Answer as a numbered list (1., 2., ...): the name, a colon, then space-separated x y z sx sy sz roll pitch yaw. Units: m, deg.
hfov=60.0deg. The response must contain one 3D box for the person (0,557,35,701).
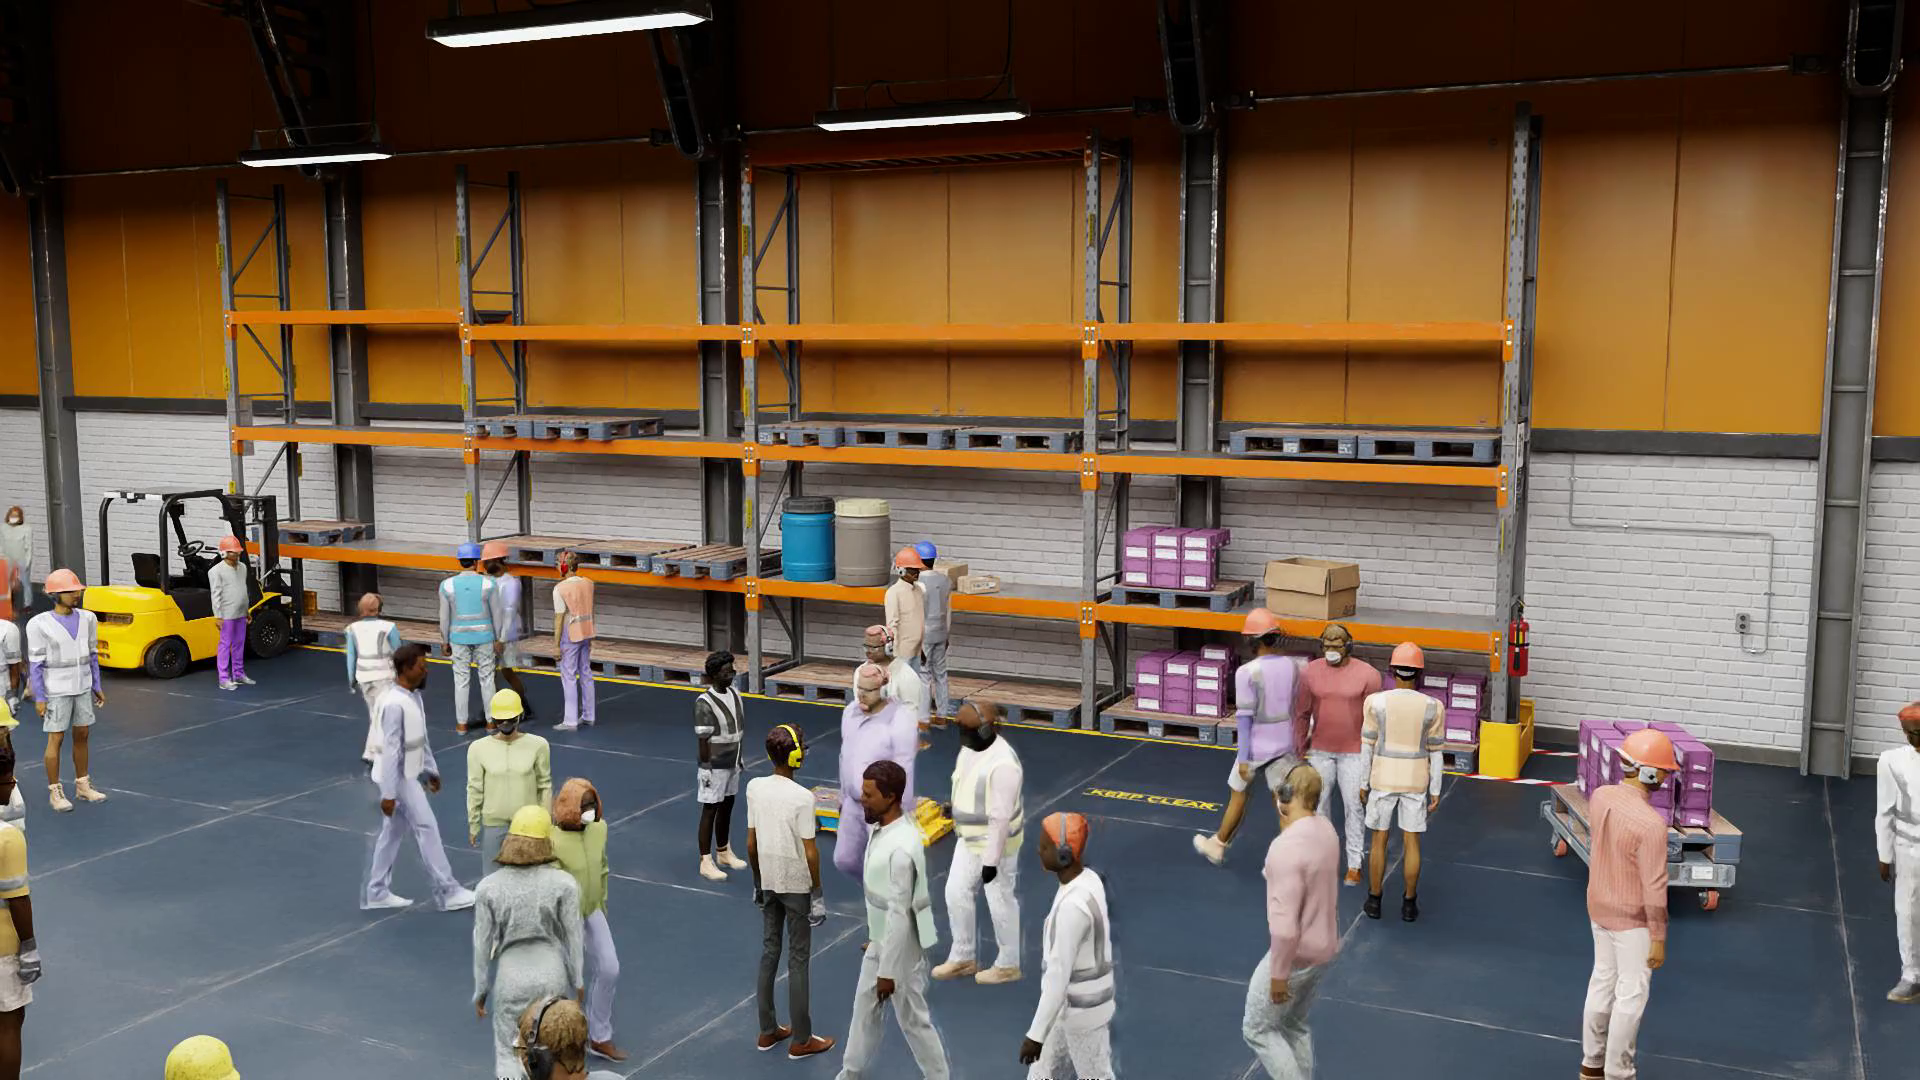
1. person: -10.528 0.829 18.153 0.839 1.937 0.610 4 8 27

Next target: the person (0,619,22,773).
1. person: -8.279 1.306 14.091 0.603 1.962 0.368 -1 7 -11

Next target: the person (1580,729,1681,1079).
1. person: 3.497 1.955 8.671 0.412 1.979 0.631 -1 7 -10

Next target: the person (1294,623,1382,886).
1. person: 2.756 1.555 12.188 0.636 1.929 0.375 3 7 23

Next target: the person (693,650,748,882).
1. person: -1.767 1.652 12.317 0.316 1.695 0.541 3 8 23

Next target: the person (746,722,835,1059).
1. person: -0.954 1.937 9.255 0.513 1.872 0.328 5 8 34

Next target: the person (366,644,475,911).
1. person: -3.729 1.655 11.561 0.940 1.877 0.620 -1 7 -9

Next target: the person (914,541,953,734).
1. person: -0.332 0.981 16.832 0.399 1.945 0.615 6 9 42

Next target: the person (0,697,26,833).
1. person: -5.938 1.853 10.180 0.403 1.818 0.601 -4 8 -30

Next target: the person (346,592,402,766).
1. person: -5.506 1.295 15.629 0.522 1.604 0.773 1 7 11

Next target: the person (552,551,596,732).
1. person: -3.915 1.028 16.919 0.383 1.836 0.566 3 8 26

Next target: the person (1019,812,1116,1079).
1. person: 0.415 2.149 7.582 0.945 1.838 0.599 1 7 5

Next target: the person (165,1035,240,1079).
1. person: -2.451 2.461 5.442 0.294 1.744 0.485 3 7 22

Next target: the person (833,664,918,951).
1. person: -0.556 1.732 10.865 0.668 1.887 0.446 6 9 43

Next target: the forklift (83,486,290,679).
1. forklift: -9.426 0.454 20.179 1.214 2.155 2.313 3 8 26

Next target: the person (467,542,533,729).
1. person: -4.728 0.976 17.080 0.597 1.910 0.754 6 9 39

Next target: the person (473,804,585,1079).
1. person: -2.091 2.157 8.067 0.512 1.741 0.455 -1 7 -9

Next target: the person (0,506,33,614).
1. person: -13.522 0.309 23.811 0.520 1.585 0.795 -1 7 -6

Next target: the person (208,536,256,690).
1. person: -8.288 0.818 18.973 0.333 1.749 0.574 2 7 15

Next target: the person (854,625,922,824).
1. person: -0.577 1.563 12.254 0.635 1.900 0.398 6 9 41

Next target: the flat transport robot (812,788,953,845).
1. flat transport robot: -0.779 2.218 13.482 1.431 0.197 0.652 3 7 22

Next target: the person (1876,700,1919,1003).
1. person: 5.851 1.869 9.896 0.741 1.862 0.367 3 8 24

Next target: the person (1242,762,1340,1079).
1. person: 1.661 2.052 8.206 0.398 1.907 0.665 4 8 31

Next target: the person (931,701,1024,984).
1. person: 0.113 1.863 10.141 0.658 1.807 0.658 -3 8 -26

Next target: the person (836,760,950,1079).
1. person: -0.391 2.037 8.408 0.723 1.900 0.611 -1 7 -12

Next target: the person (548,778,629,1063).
1. person: -2.035 2.087 9.047 0.573 1.612 0.526 4 8 32

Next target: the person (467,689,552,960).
1. person: -2.880 1.818 10.664 0.533 1.767 0.327 -2 7 -18

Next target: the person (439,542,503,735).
1. person: -4.915 0.994 16.758 0.602 1.940 0.402 -1 7 -12

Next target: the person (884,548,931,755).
1. person: -0.504 1.064 15.954 0.381 1.994 0.617 3 8 24

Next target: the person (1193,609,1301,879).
1. person: 2.170 1.491 12.359 0.633 2.000 0.996 -4 8 -28

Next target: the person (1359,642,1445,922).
1. person: 3.019 1.654 11.397 0.549 1.923 0.390 1 7 9

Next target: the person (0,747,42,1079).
1. person: -4.861 1.998 8.354 0.614 1.963 0.362 3 8 23

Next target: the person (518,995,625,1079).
1. person: -1.239 2.391 5.287 0.382 1.928 0.635 2 7 16

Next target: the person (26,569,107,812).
1. person: -7.560 1.261 14.114 0.362 2.048 0.610 4 8 27
